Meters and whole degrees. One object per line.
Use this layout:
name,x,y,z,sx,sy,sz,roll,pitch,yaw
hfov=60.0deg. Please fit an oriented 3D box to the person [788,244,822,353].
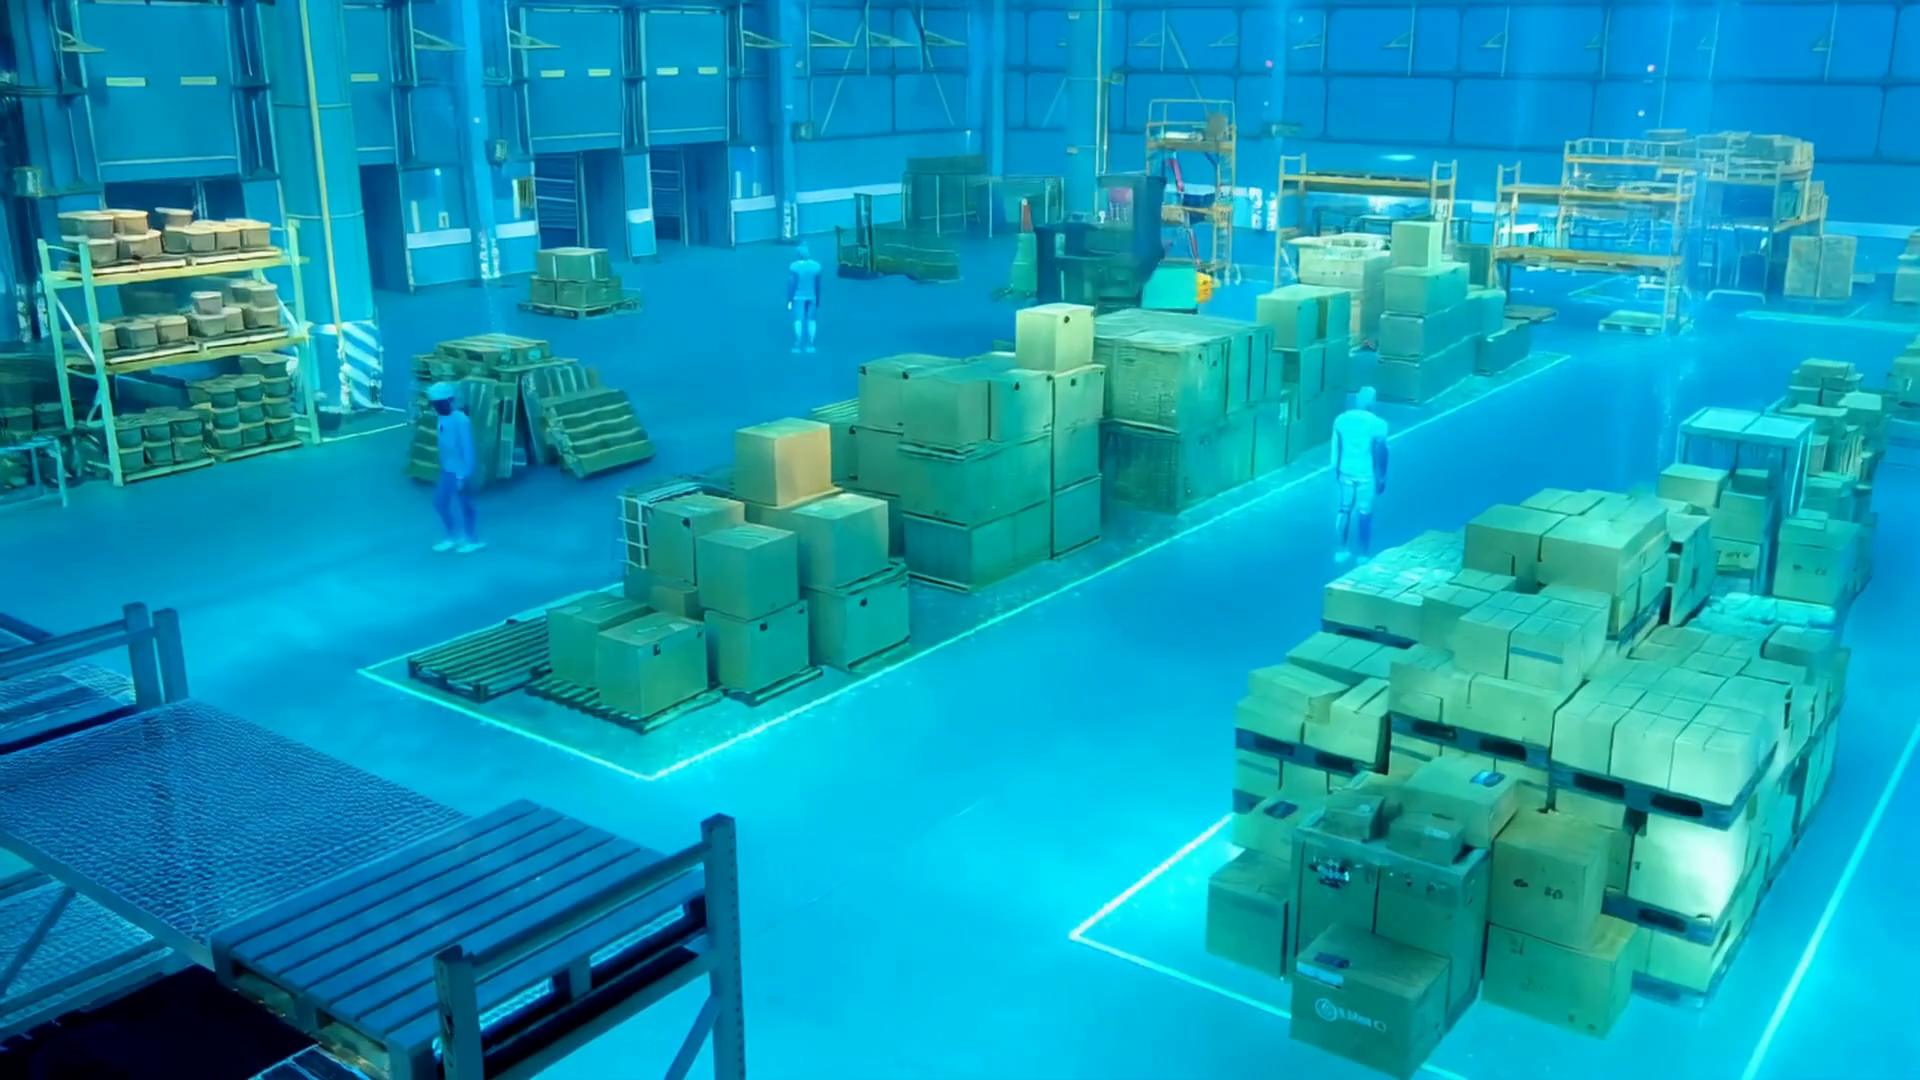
person,-2.762,-4.292,29.620,0.638,1.928,0.387,-8,19,-25

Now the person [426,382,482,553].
person,-5.497,-0.767,17.974,0.599,1.905,0.583,14,22,40

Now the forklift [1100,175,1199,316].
forklift,3.787,-5.754,32.828,1.873,2.768,1.129,3,17,10

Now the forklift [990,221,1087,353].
forklift,1.462,-3.273,24.612,1.873,2.768,1.129,12,21,35

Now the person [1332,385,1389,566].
person,4.246,-0.691,17.665,0.635,1.937,0.352,15,23,41

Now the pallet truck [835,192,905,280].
pallet truck,-1.936,-7.159,38.982,1.885,1.965,0.823,-12,21,-34
